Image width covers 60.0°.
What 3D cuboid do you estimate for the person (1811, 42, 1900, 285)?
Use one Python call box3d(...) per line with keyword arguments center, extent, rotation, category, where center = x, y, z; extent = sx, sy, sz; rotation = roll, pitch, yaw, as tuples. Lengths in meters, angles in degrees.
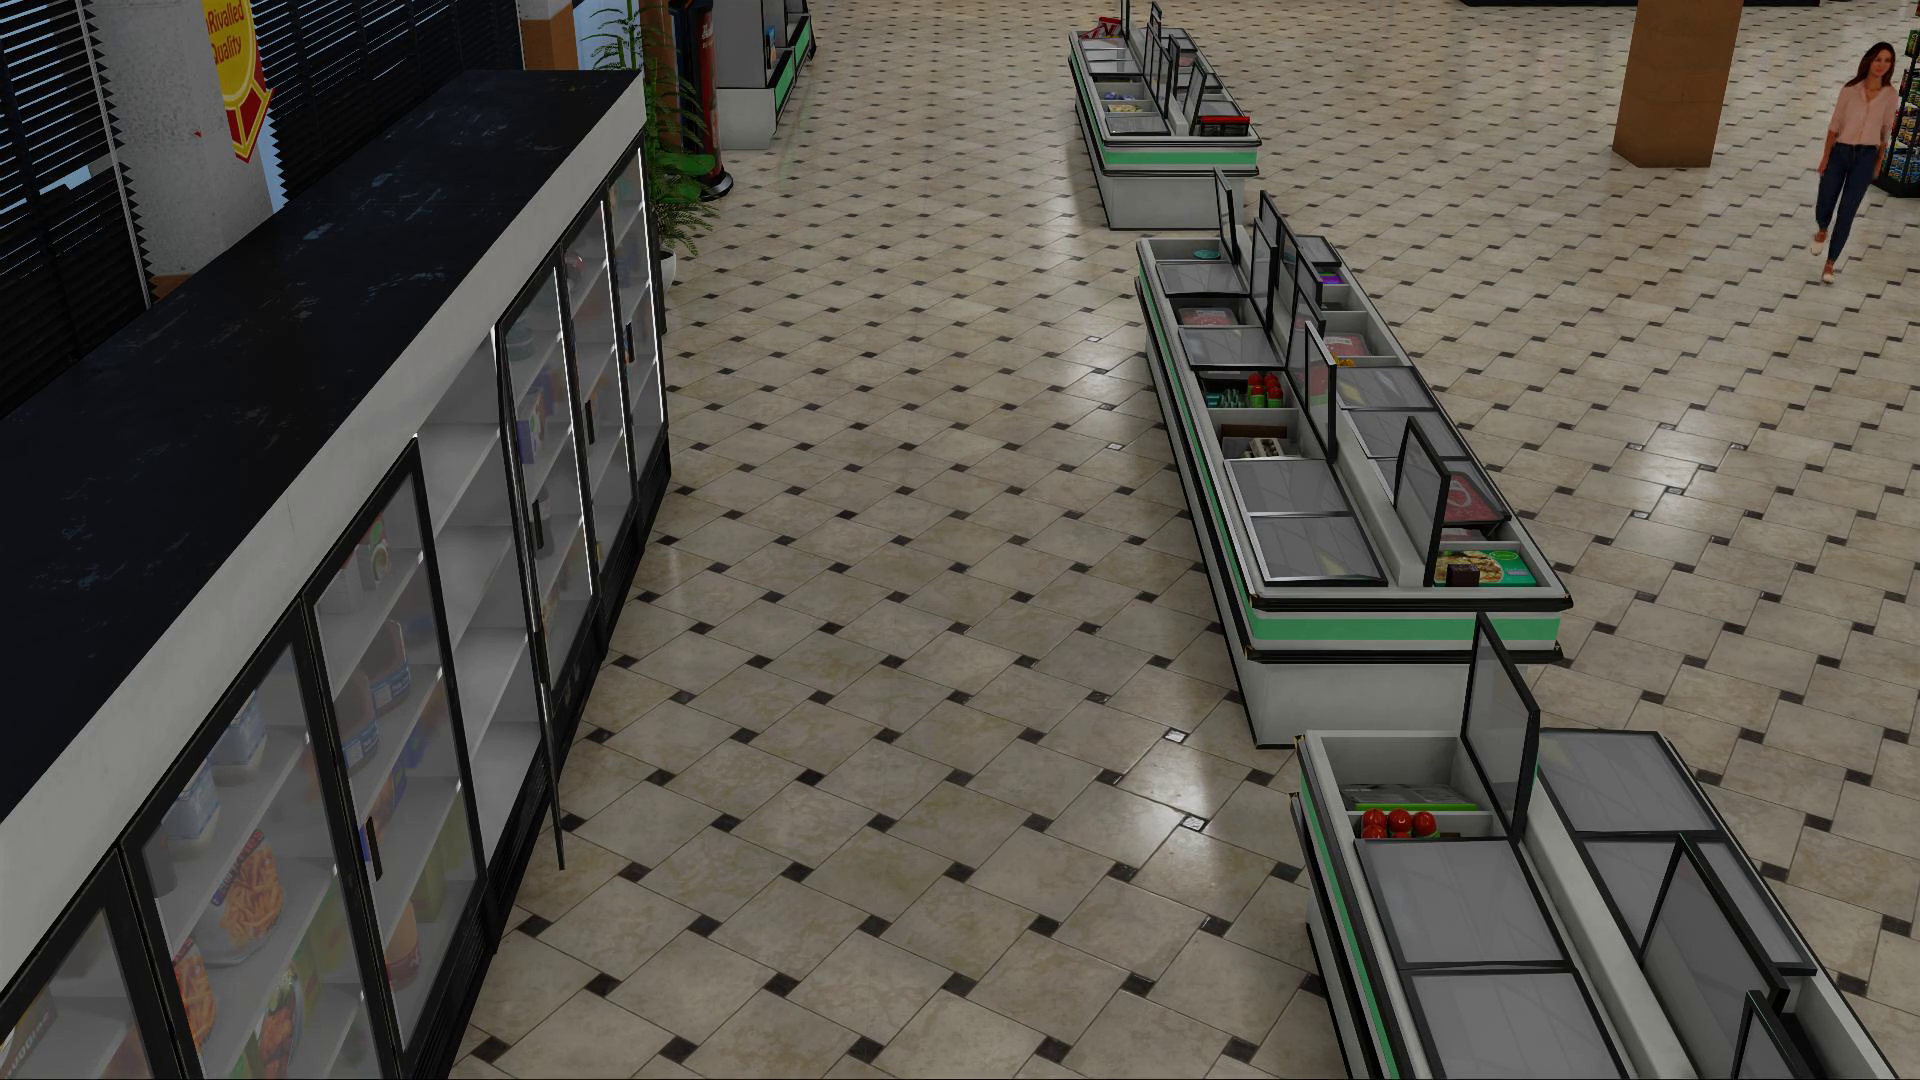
box3d(center=(6.729, -2.870, 12.590), extent=(0.811, 1.778, 0.991), rotation=(11, 29, 21), category="person")
